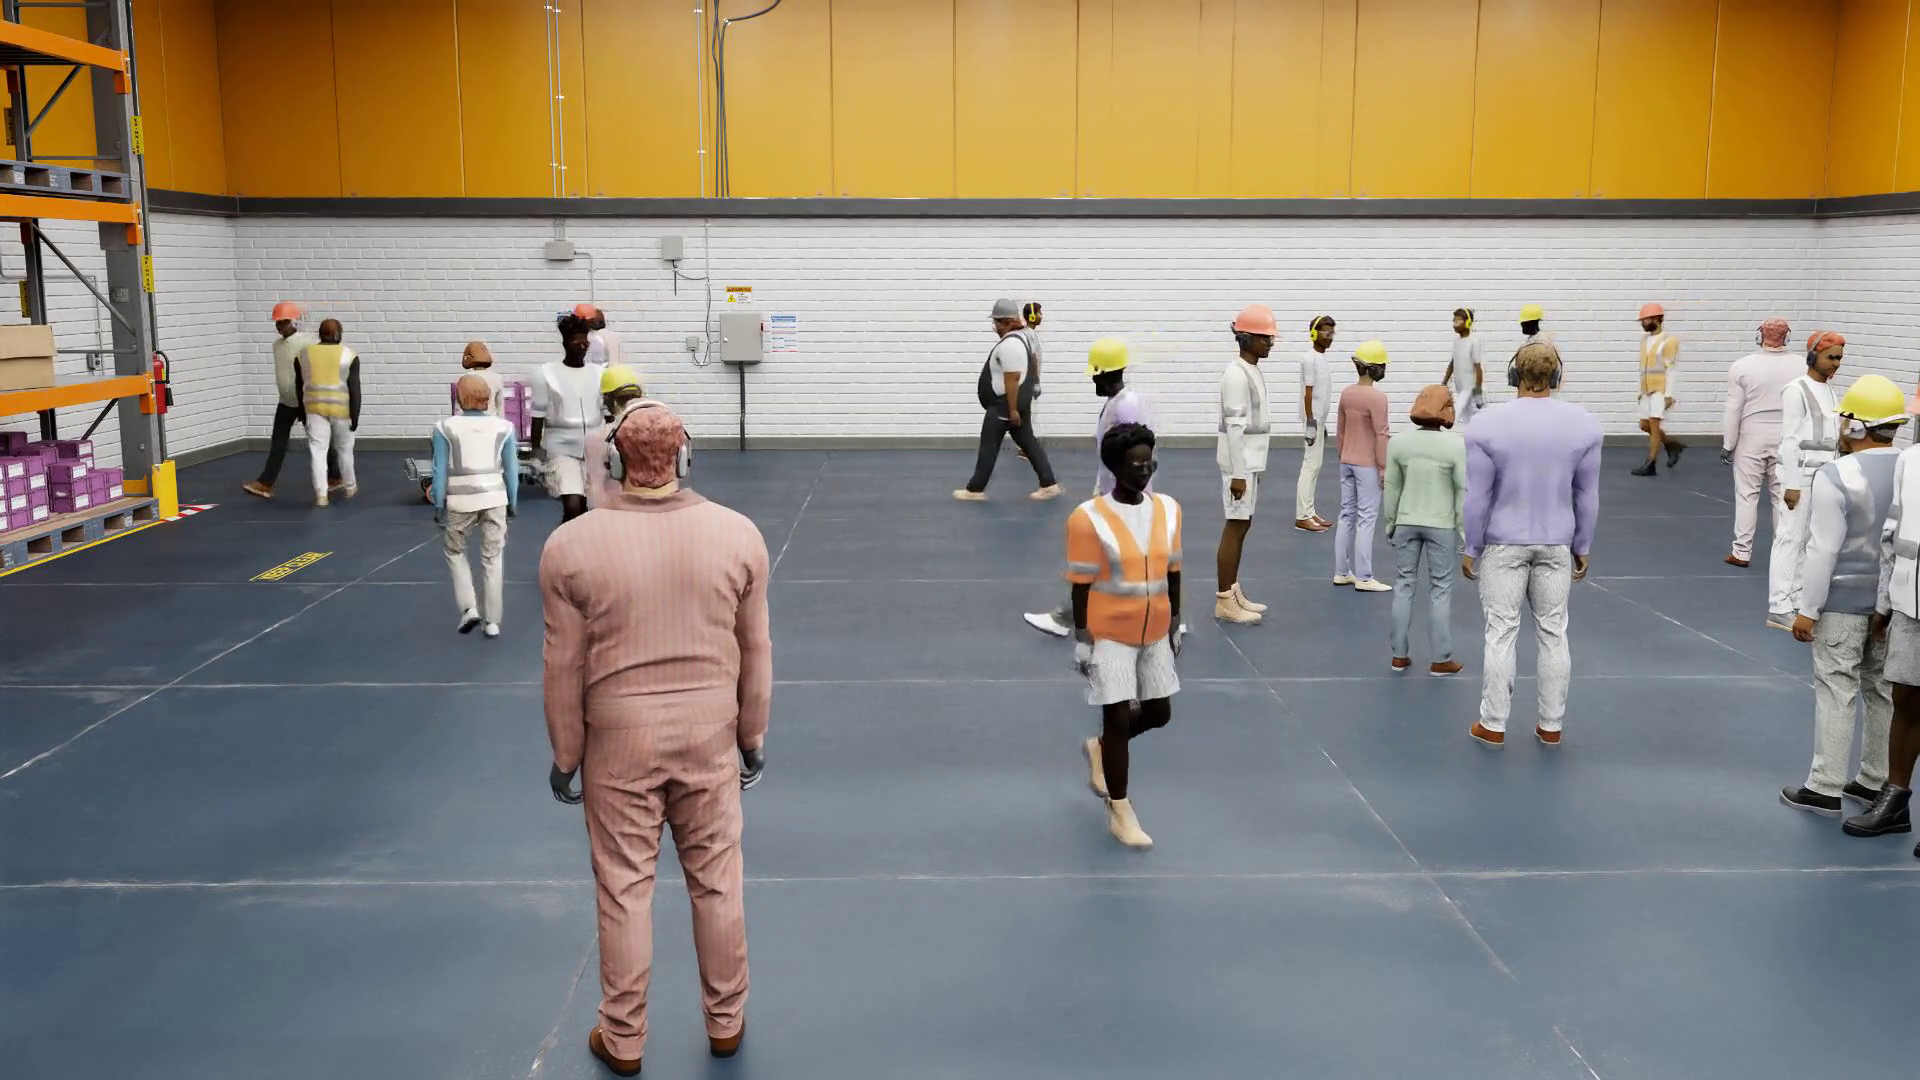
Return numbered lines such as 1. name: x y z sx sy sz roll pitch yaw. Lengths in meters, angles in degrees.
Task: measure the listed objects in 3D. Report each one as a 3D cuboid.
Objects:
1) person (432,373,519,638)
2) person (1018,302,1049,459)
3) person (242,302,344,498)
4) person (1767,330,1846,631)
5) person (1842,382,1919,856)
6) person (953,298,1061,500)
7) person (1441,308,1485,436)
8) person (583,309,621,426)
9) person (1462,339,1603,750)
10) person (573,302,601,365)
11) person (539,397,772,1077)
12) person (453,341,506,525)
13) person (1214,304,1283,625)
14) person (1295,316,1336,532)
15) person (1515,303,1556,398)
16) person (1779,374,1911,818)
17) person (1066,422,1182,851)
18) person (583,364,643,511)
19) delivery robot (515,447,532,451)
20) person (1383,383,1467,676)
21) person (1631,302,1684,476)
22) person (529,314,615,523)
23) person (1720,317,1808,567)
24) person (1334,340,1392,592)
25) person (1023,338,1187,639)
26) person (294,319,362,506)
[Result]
1. person: -2.969 -0.204 10.224 0.539 1.625 0.381 -5 11 -28
2. person: 0.862 -1.898 19.874 0.328 1.872 0.512 -2 10 -14
3. person: -6.669 -1.400 16.623 0.626 1.939 1.059 5 11 28
4. person: 5.338 -0.373 10.472 0.573 1.886 0.353 -8 12 -41
5. person: 3.775 0.266 6.424 0.374 1.930 0.542 -4 10 -24
6. person: 0.503 -1.391 16.241 1.030 2.000 0.686 3 10 17
7. person: 5.504 -1.648 18.493 0.942 1.826 0.541 -1 9 -5
8. person: -4.174 -1.720 18.968 0.620 1.815 0.624 2 9 10
9. person: 2.664 0.033 7.825 0.632 1.940 0.372 1 9 3
10. person: -4.087 -1.759 18.945 0.837 1.901 0.572 -2 9 -13
11. person: -0.852 0.555 4.708 0.641 1.913 0.407 -4 10 -21
12. person: -4.267 -0.946 14.780 0.276 1.628 0.516 6 11 32
13. person: 1.854 -0.484 10.679 0.395 2.038 0.615 3 10 18
14. person: 3.108 -1.012 14.460 0.313 1.863 0.538 4 10 23
15. person: 6.432 -1.699 18.626 0.807 1.881 0.600 0 9 0
16. person: 3.714 0.235 6.895 0.590 1.837 0.403 -3 10 -17
17. person: 0.628 0.355 6.640 0.546 1.680 0.560 -5 11 -28
18. person: -1.849 -0.093 9.215 0.546 1.744 0.702 -6 11 -32
19. delivery robot: -4.422 -0.935 17.704 0.707 0.478 0.477 -6 11 -34
20. person: 2.619 -0.059 9.322 0.507 1.630 0.268 7 12 37
21. person: 7.707 -1.656 18.286 0.690 1.907 0.574 -3 10 -18
22. person: -2.660 -0.608 11.715 0.644 1.943 0.686 -7 12 -37
23. person: 6.119 -0.737 12.642 0.652 1.906 0.403 1 9 8
24. person: 2.866 -0.521 11.747 0.315 1.767 0.535 -4 10 -21
25. person: 0.920 -0.293 10.070 1.023 1.848 0.621 1 9 6
26. person: -6.099 -1.237 16.106 0.632 1.790 0.996 -2 9 -10
